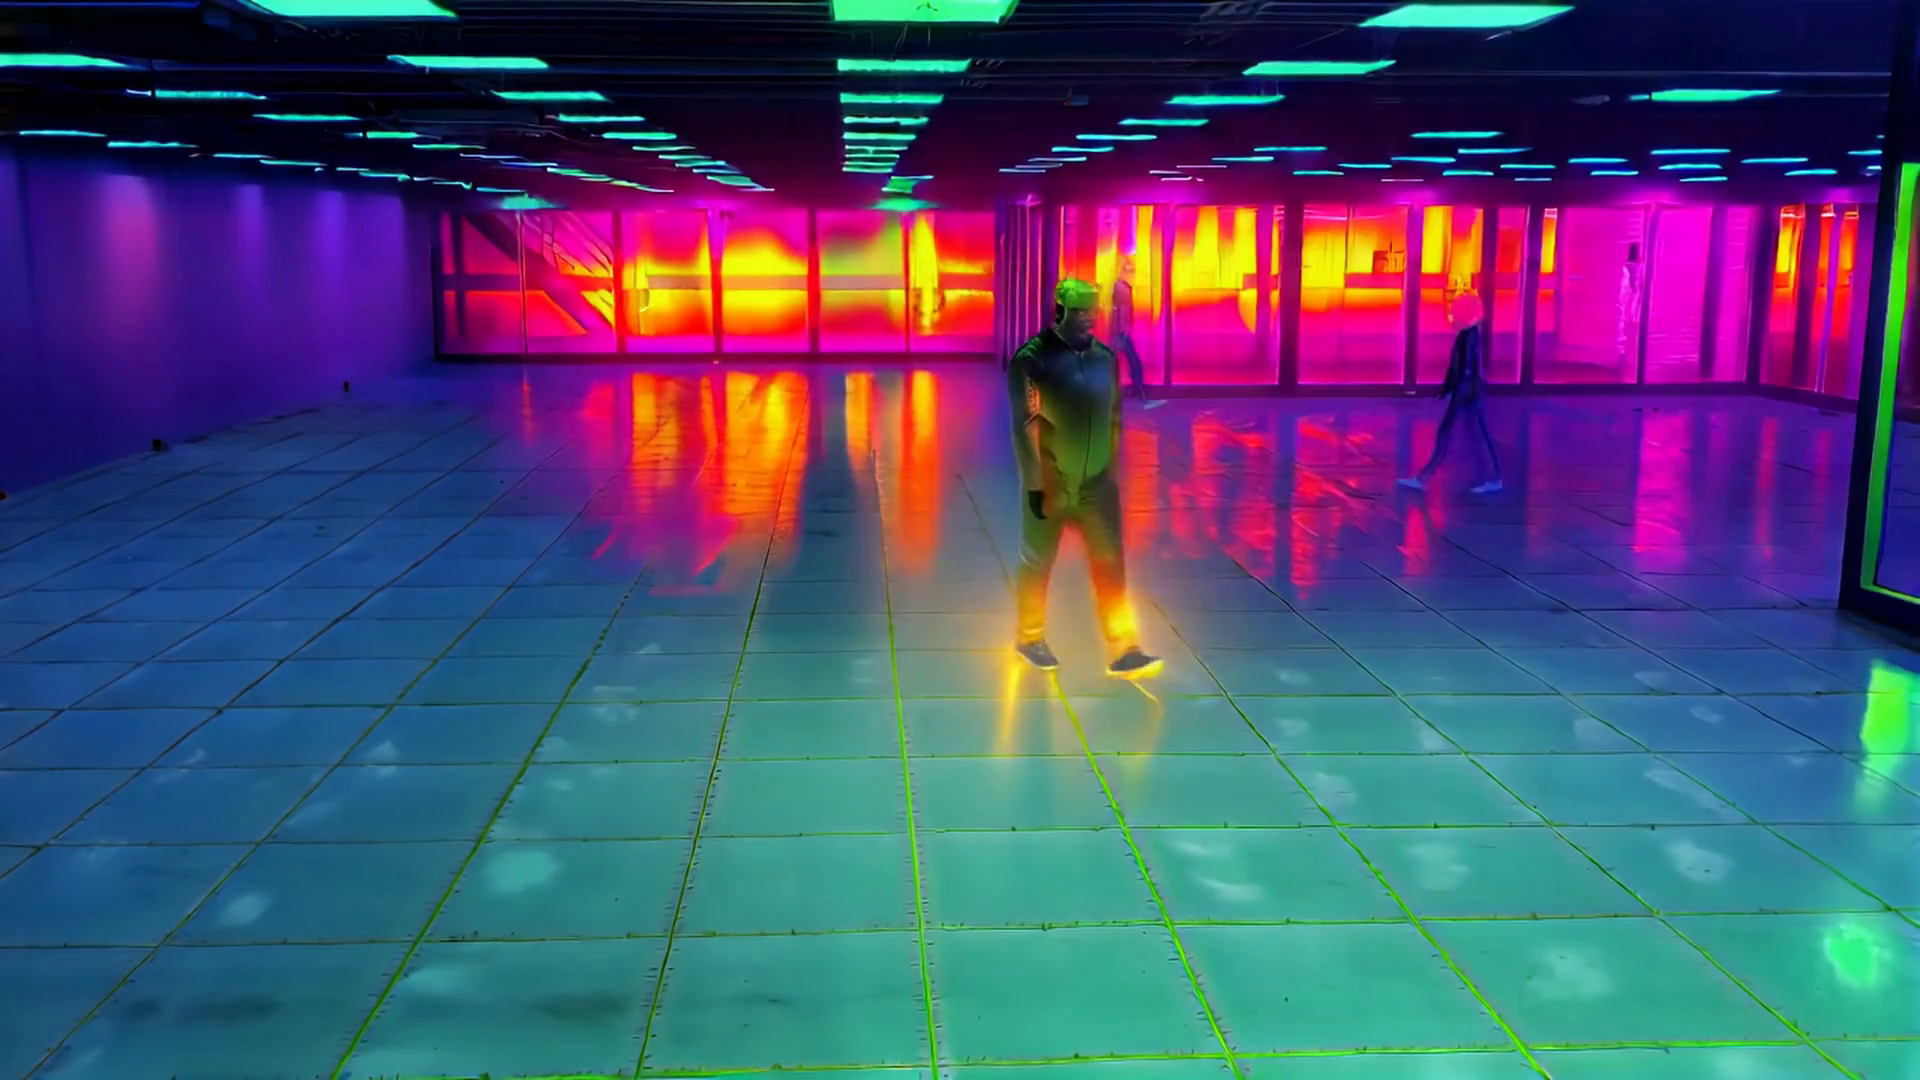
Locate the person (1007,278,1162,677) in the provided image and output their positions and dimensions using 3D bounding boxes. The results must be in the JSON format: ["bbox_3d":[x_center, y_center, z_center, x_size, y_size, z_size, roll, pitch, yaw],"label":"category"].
[{"bbox_3d":[0.559,-0.266,7.740,0.650,1.867,0.946,-5,12,-27],"label":"person"}]

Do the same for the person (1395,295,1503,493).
[{"bbox_3d":[3.960,-1.148,13.243,0.861,1.588,0.505,3,11,14],"label":"person"}]

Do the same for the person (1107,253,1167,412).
[{"bbox_3d":[1.991,-2.386,19.269,0.931,1.824,0.556,2,11,11],"label":"person"}]
